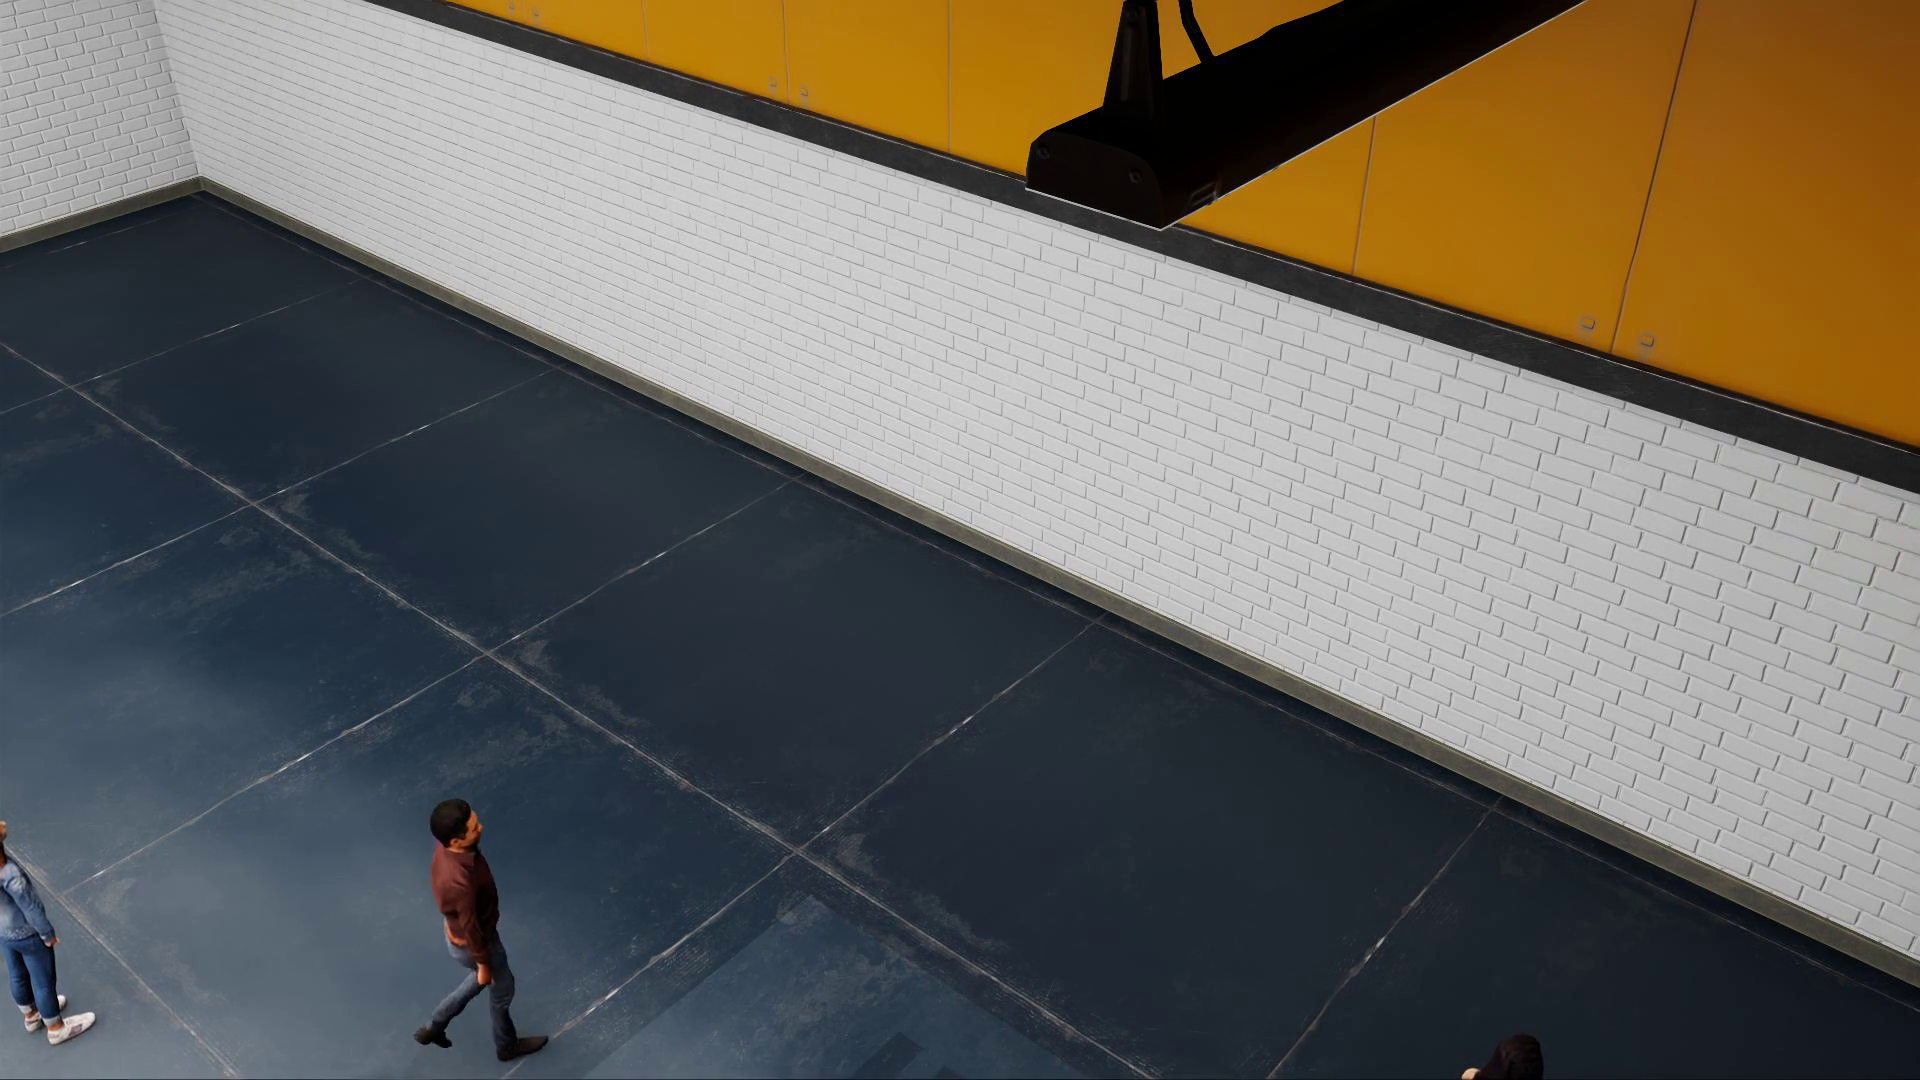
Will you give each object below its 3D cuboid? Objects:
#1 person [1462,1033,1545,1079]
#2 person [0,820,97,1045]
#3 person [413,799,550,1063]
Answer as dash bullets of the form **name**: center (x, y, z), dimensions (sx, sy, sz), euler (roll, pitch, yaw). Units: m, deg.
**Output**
- **person**: center (2.197, 2.706, 7.017), dimensions (0.612, 1.734, 0.637), euler (-21, 39, -28)
- **person**: center (-4.765, 1.951, 8.389), dimensions (0.598, 1.473, 0.541), euler (17, 37, 23)
- **person**: center (-2.451, 1.958, 8.116), dimensions (0.983, 1.763, 0.858), euler (-14, 36, -20)
